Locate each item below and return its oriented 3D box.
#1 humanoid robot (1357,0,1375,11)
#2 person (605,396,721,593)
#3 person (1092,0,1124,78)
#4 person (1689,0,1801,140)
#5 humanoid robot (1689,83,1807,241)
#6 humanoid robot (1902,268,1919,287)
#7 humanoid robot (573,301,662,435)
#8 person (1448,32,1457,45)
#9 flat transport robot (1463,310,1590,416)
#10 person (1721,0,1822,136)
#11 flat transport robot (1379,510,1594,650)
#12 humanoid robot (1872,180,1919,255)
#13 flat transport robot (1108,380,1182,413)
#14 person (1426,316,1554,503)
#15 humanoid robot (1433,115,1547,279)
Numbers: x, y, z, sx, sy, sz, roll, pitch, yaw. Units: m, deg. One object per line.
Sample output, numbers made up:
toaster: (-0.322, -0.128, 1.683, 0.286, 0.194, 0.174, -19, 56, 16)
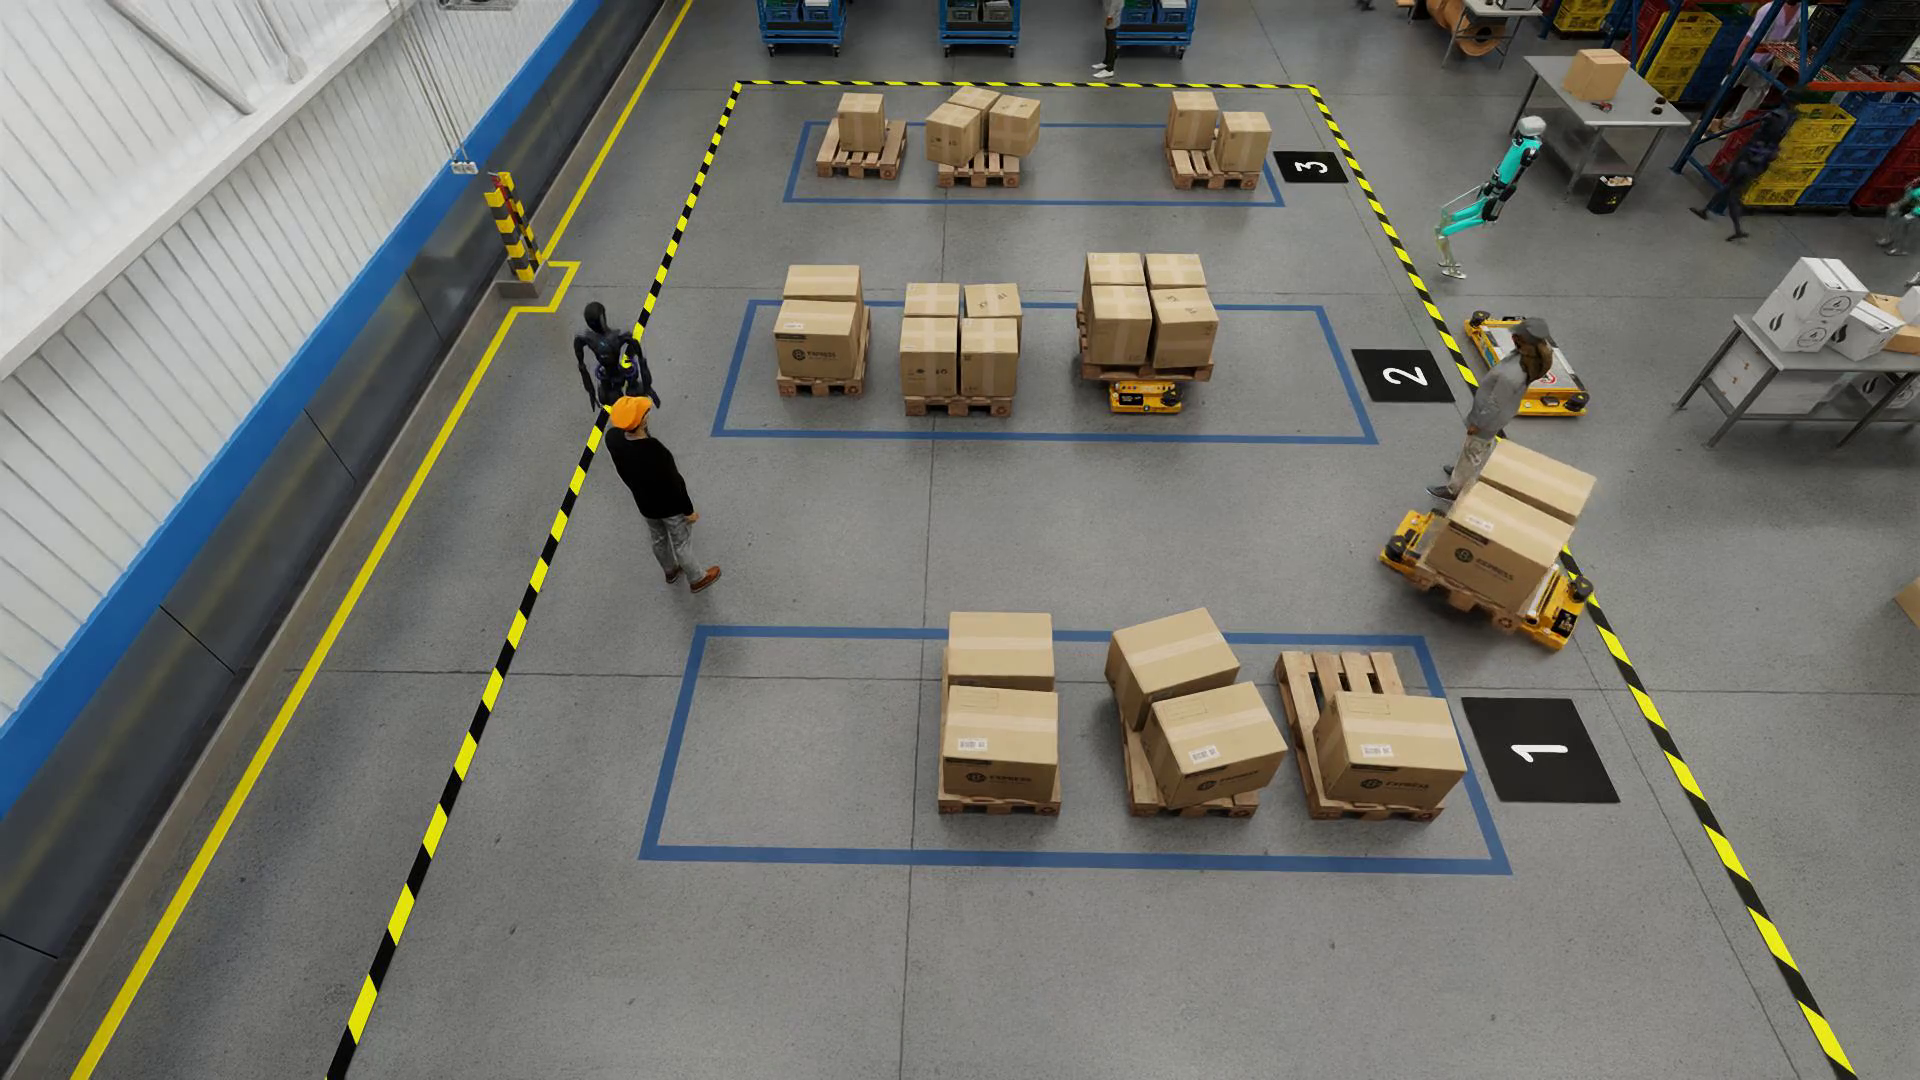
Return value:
humanoid robot: (6.833, -9.500, 14.817, 0.339, 1.648, 0.608, -16, 51, -13)
person: (-2.192, -0.303, 6.728, 0.586, 1.884, 0.360, 22, 53, 18)
person: (2.149, -7.608, 13.070, 0.366, 1.852, 0.594, 3, 49, 2)
person: (10.134, -6.115, 11.654, 0.609, 2.042, 0.392, -7, 50, -6)
humanoid robot: (8.995, -4.247, 10.321, 0.588, 1.642, 0.804, -15, 51, -12)
humanoid robot: (10.666, -3.366, 9.433, 0.675, 1.741, 0.535, -26, 54, -21)
humanoid robot: (-2.875, -1.338, 7.786, 0.589, 1.641, 0.741, -7, 50, -6)
person: (7.954, -8.576, 13.841, 0.365, 1.957, 0.602, 8, 50, 7)
flat transport robot: (5.573, -1.757, 9.054, 0.659, 0.231, 1.431, 1, 49, 1)
person: (10.519, -6.220, 11.876, 0.621, 1.844, 0.429, -27, 54, -21)
flat transport robot: (4.179, 0.248, 7.300, 1.431, 0.197, 0.652, 31, 56, 24)
humanoid robot: (10.727, -3.948, 9.963, 0.703, 1.754, 0.537, -3, 49, -3)
flat transport robot: (1.773, -1.807, 9.079, 0.652, 0.197, 1.431, 1, 49, 1)
person: (4.316, -1.034, 7.439, 0.405, 1.761, 0.572, 36, 58, 27)
humanoid robot: (5.365, -3.562, 9.554, 0.735, 1.681, 0.533, 10, 50, 8)
